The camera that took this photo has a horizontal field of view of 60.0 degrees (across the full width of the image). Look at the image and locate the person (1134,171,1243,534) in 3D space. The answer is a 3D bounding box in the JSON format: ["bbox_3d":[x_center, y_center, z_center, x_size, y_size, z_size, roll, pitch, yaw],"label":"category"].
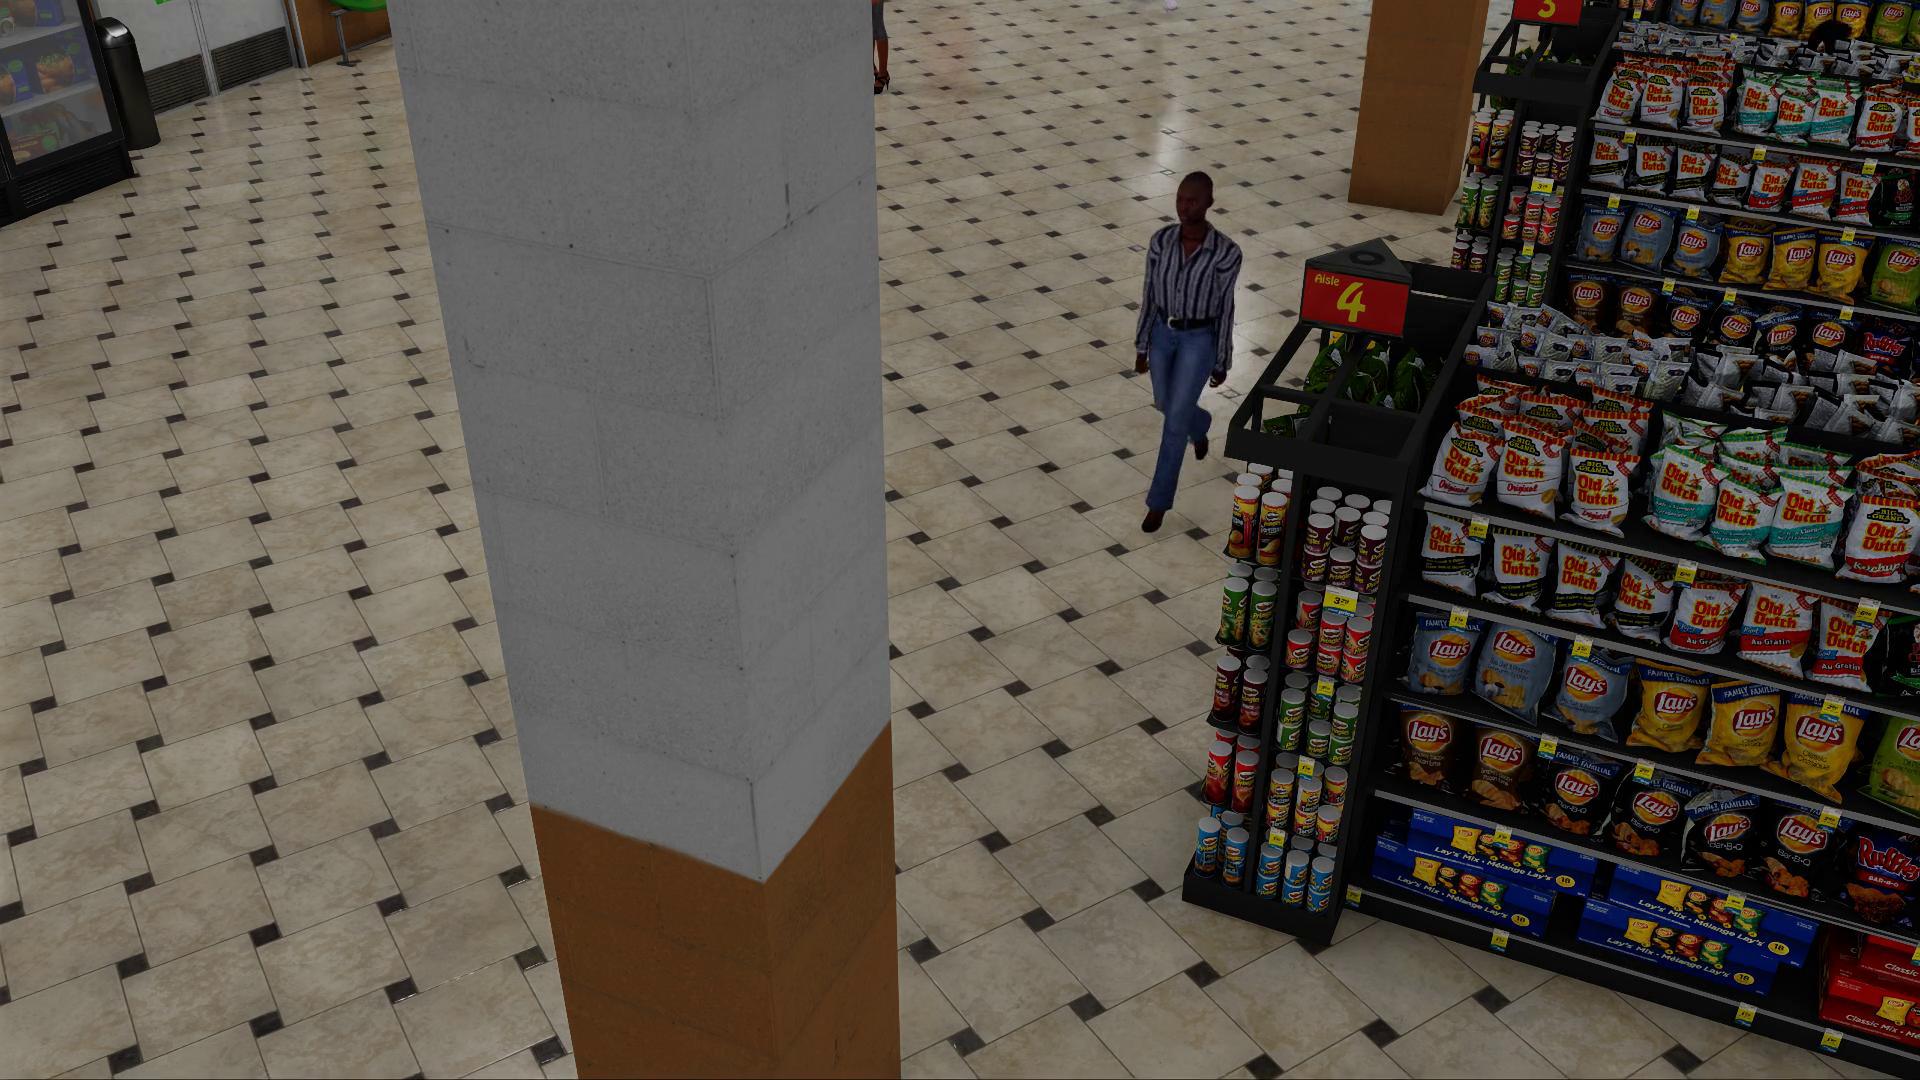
[{"bbox_3d":[1.128,-0.950,8.151,1.040,1.764,0.765,17,36,25],"label":"person"}]
